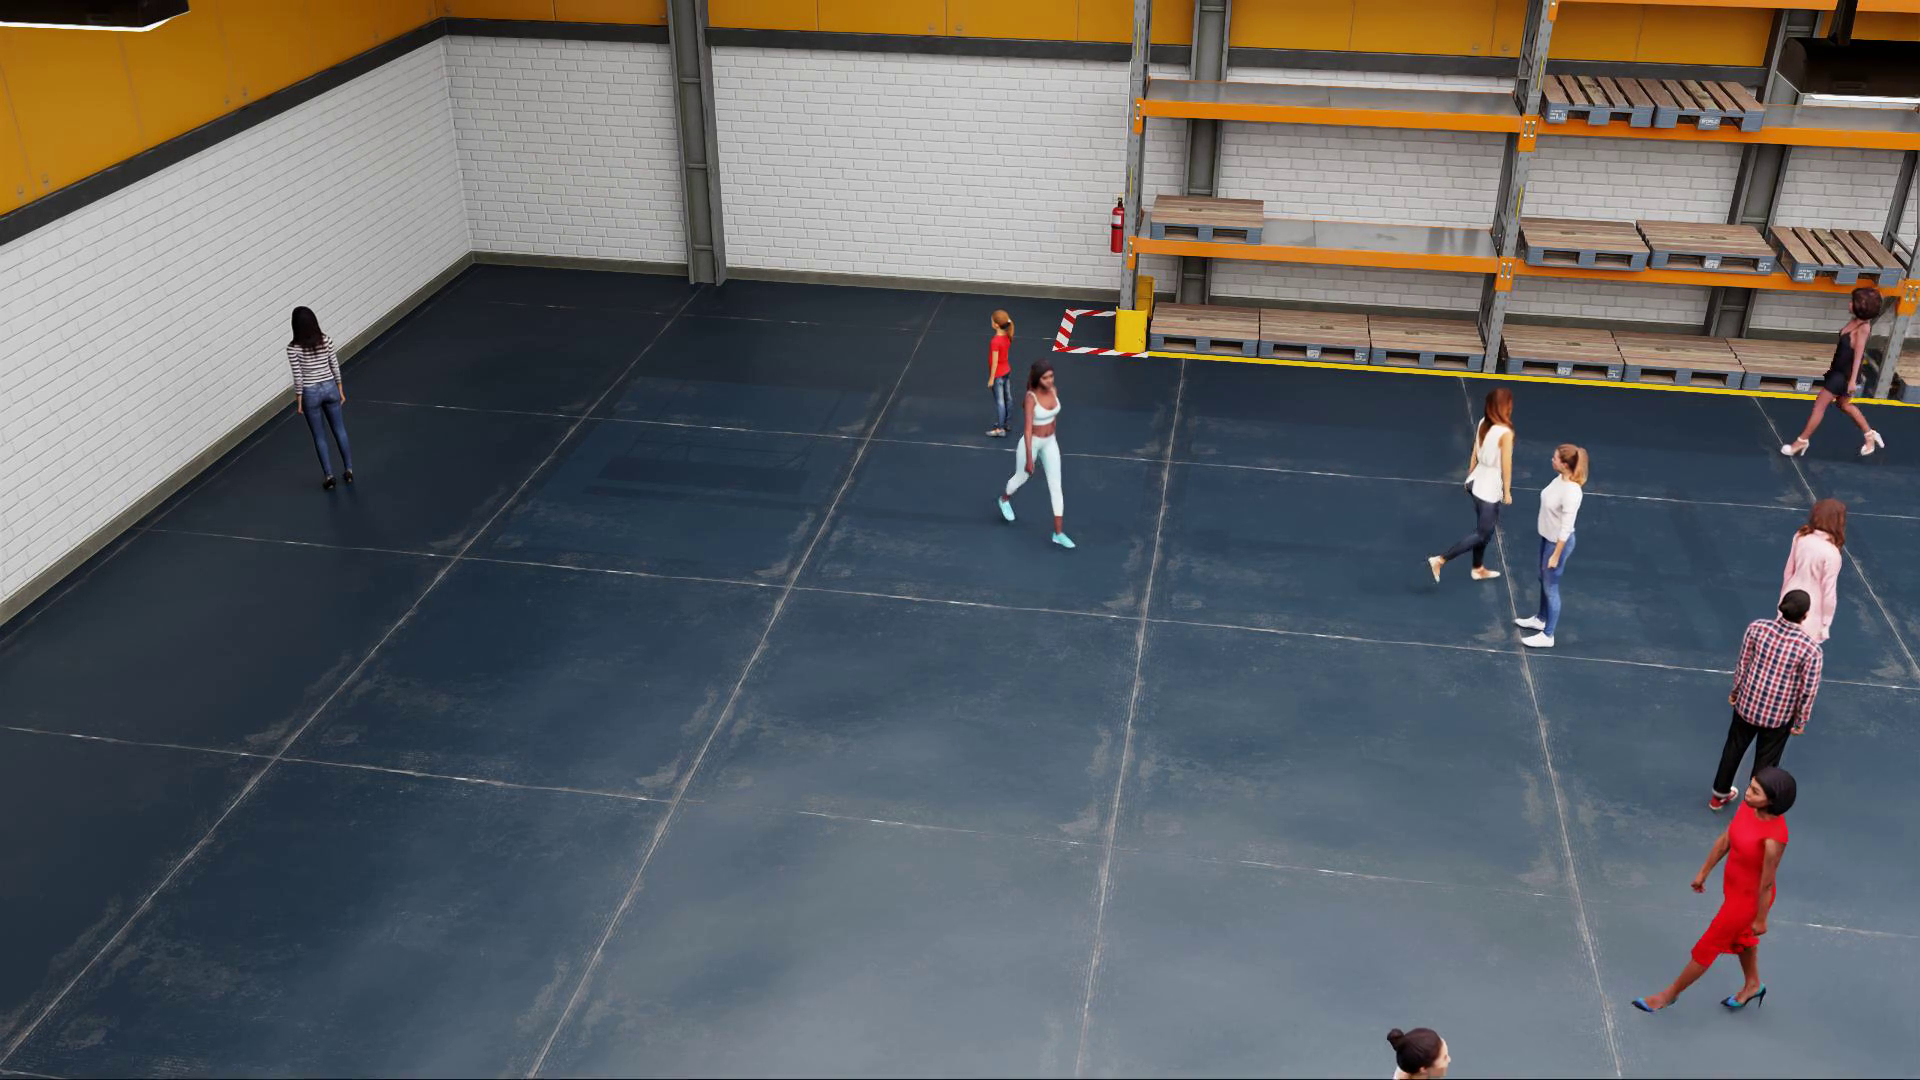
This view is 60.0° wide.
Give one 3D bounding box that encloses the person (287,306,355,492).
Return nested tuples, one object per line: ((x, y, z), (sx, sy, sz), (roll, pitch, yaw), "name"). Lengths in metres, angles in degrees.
((-5.895, -1.304, 15.331), (0.648, 1.796, 0.691), (-21, 35, -33), "person")

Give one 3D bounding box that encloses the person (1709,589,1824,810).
((5.319, 1.090, 10.981), (0.837, 1.759, 0.745), (-24, 37, -37), "person")

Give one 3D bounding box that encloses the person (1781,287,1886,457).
((8.500, -1.542, 15.811), (1.145, 1.754, 0.699), (11, 30, 19), "person")

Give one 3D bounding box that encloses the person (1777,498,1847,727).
((6.065, 0.519, 11.983), (0.674, 1.803, 0.685), (-8, 30, -15), "person")

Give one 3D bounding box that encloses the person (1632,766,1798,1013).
((4.480, 2.012, 9.342), (1.061, 1.710, 0.672), (0, 29, 0), "person")

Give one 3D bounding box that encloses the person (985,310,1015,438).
((0.410, -1.655, 16.482), (0.576, 1.311, 0.548), (15, 32, 25), "person")

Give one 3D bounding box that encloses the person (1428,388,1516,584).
((4.253, -0.399, 13.705), (1.016, 1.765, 0.783), (-5, 29, -10), "person")

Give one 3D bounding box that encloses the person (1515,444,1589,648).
((4.646, 0.030, 12.965), (0.496, 1.720, 0.597), (5, 29, 9), "person")

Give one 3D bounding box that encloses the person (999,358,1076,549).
((0.618, -0.797, 14.529), (1.093, 1.674, 1.180), (-20, 34, -32), "person")

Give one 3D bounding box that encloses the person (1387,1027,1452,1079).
((1.985, 2.913, 7.824), (0.996, 1.582, 0.581), (3, 29, 6), "person")
